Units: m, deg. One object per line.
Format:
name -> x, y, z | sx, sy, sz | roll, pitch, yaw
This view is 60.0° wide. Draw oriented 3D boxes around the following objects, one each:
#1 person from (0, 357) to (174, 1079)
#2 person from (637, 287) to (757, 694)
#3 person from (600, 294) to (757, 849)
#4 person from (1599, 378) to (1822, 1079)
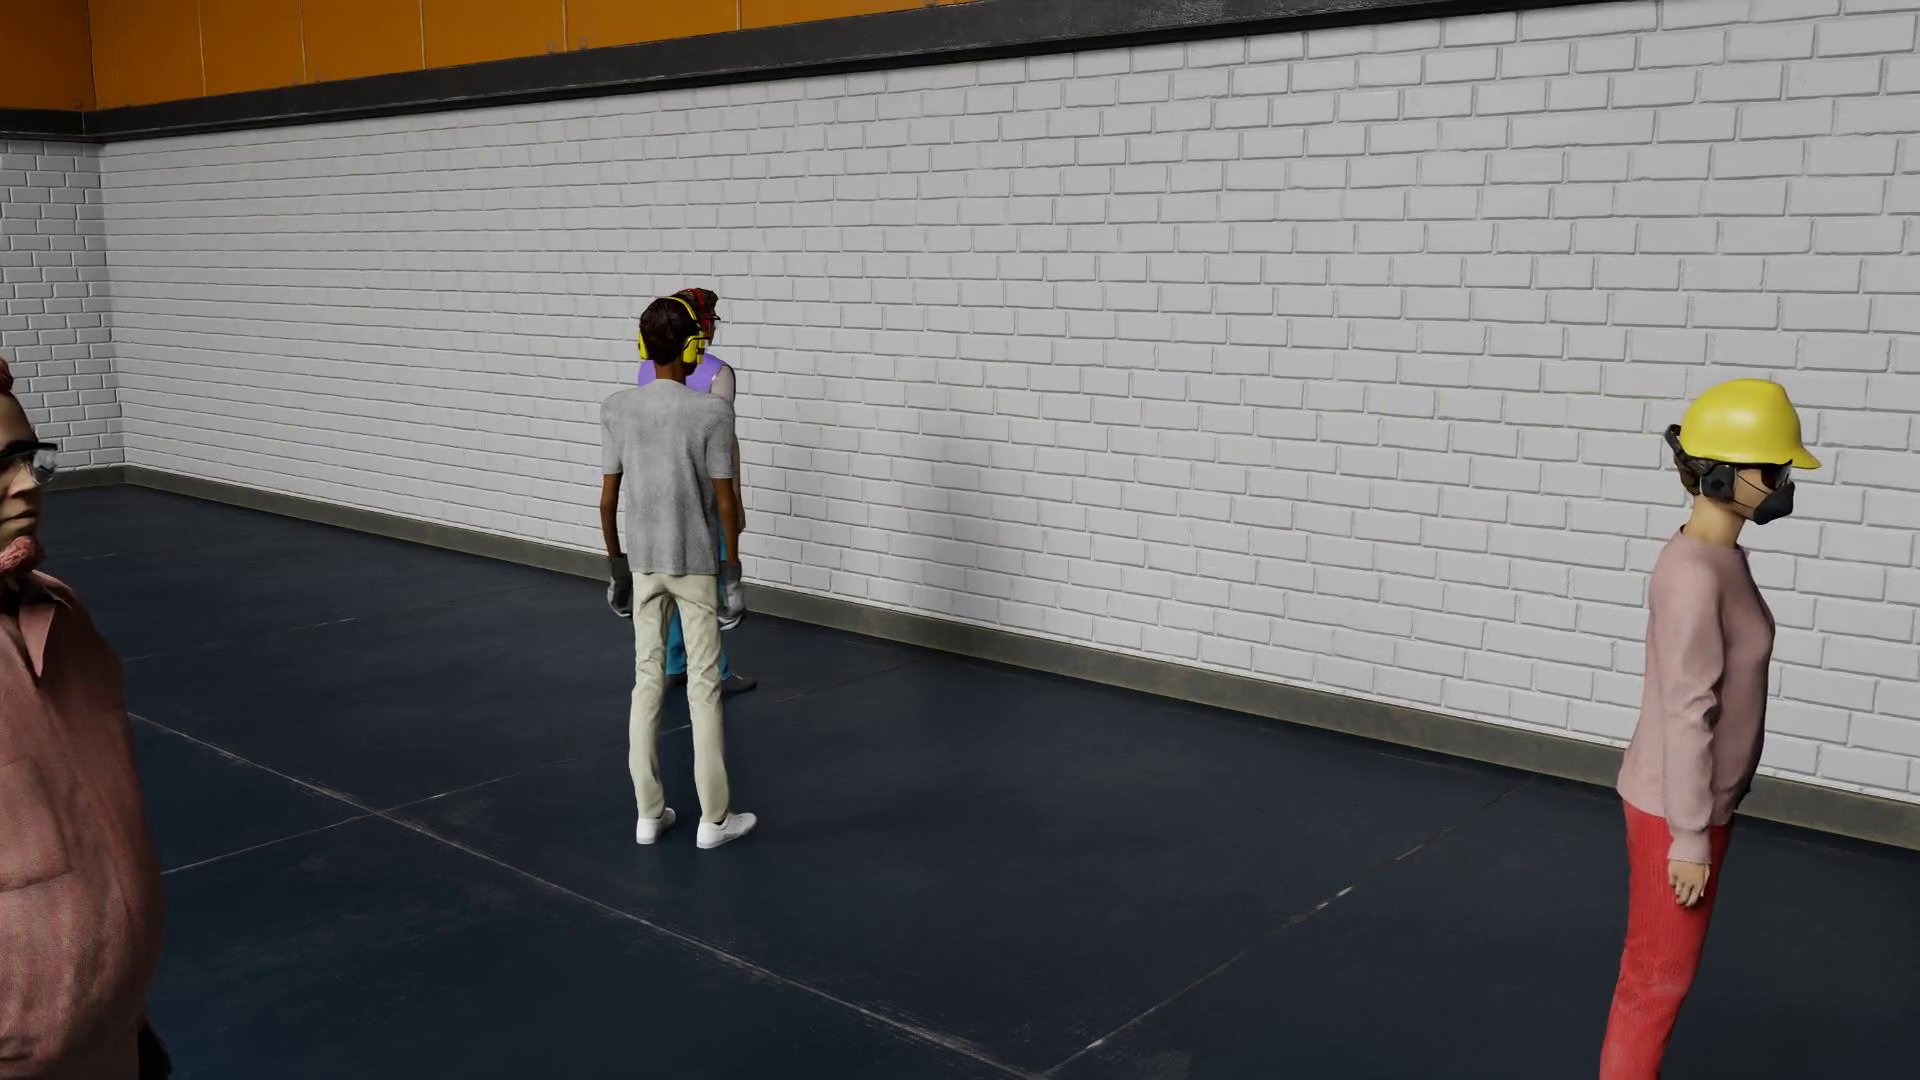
person -> -1.234, 0.704, 2.156 | 0.407, 1.910, 0.638 | 0, 10, 2
person -> -1.213, -0.210, 7.531 | 0.570, 1.845, 0.381 | 7, 12, 36
person -> -0.963, 0.112, 5.629 | 0.513, 1.871, 0.329 | 3, 10, 16
person -> 1.535, 0.549, 3.438 | 0.326, 1.767, 0.533 | 5, 11, 26
